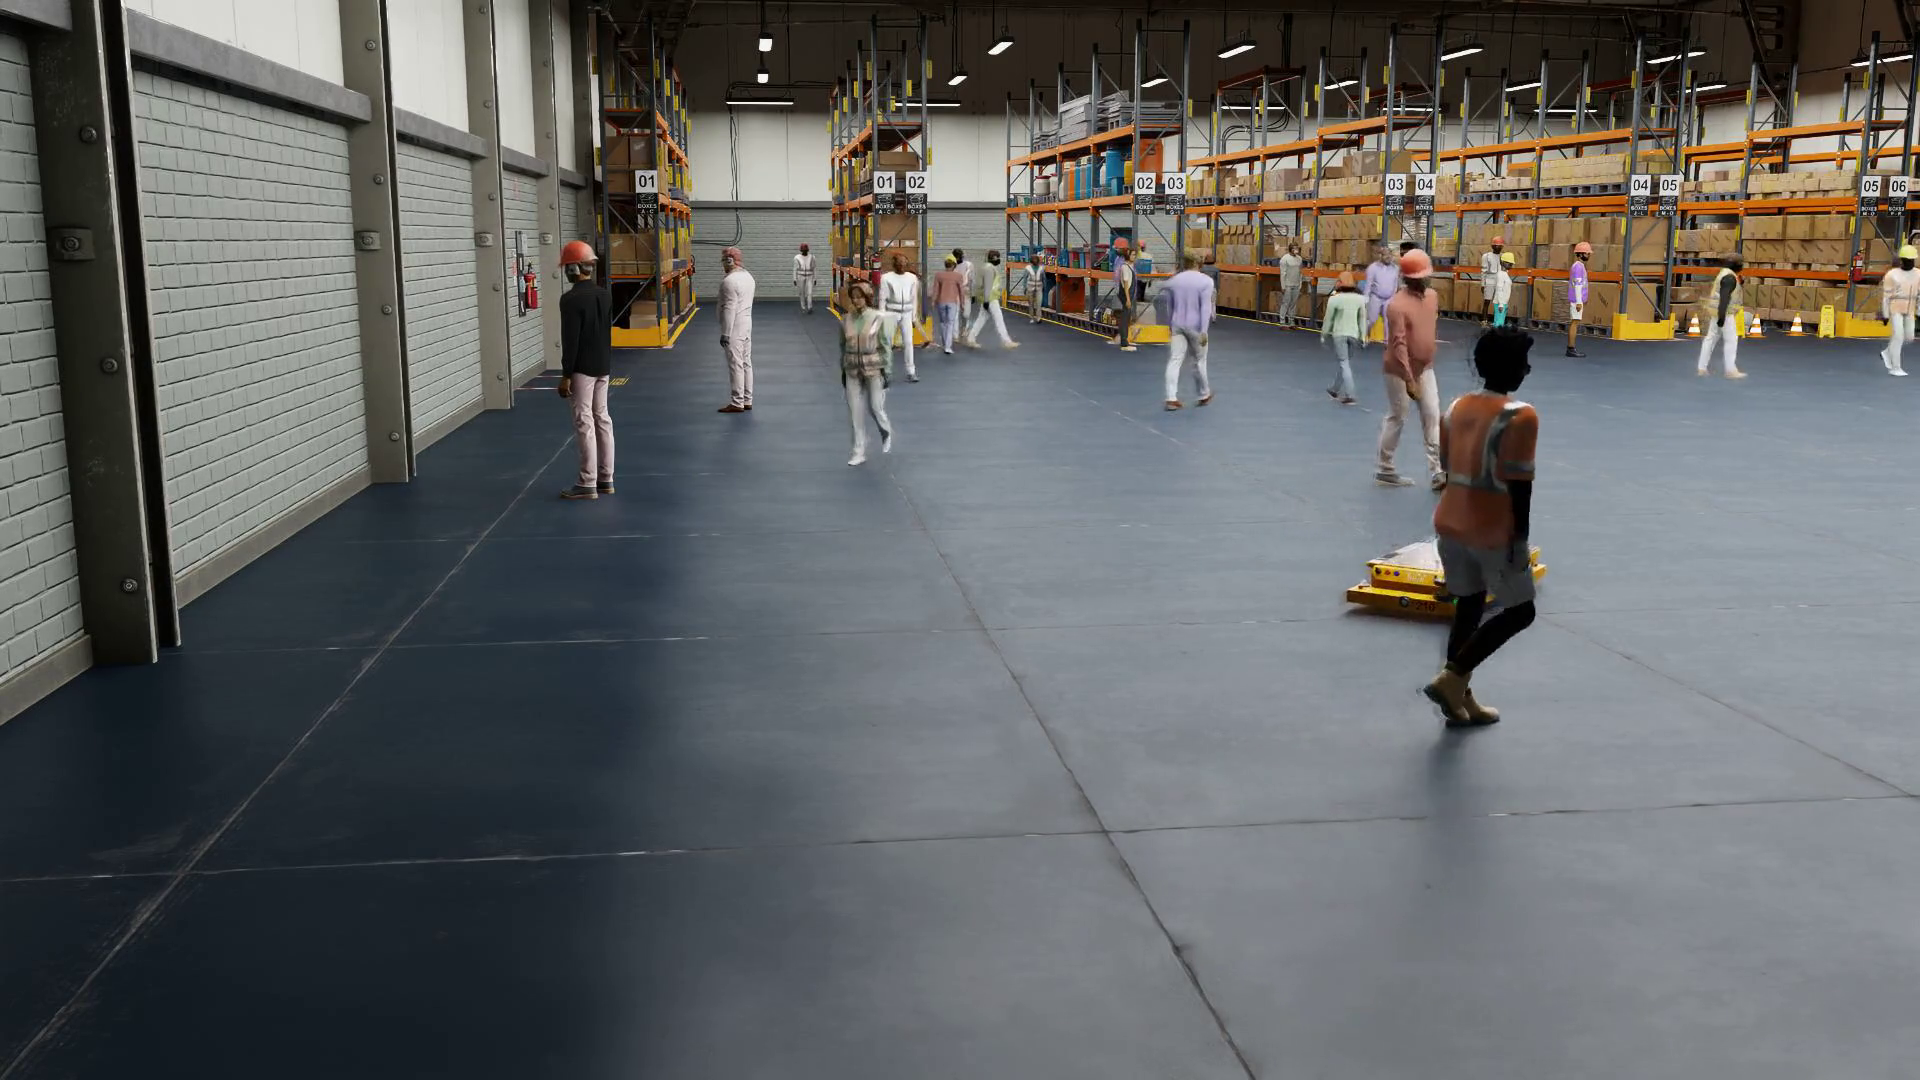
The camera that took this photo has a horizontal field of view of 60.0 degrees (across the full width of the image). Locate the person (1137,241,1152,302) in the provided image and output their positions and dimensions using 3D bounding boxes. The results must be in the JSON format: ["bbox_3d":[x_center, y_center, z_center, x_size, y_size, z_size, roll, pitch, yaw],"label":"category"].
[{"bbox_3d":[4.595,-6.680,42.557,0.607,1.932,1.079,-2,10,-9],"label":"person"}]

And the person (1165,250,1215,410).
[{"bbox_3d":[2.715,-2.477,19.645,0.640,1.872,1.063,7,12,34],"label":"person"}]

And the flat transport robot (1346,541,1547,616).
[{"bbox_3d":[2.788,0.185,9.434,0.652,0.197,1.431,7,13,35],"label":"flat transport robot"}]

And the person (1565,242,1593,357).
[{"bbox_3d":[10.477,-4.059,28.128,0.358,1.936,0.552,3,11,17],"label":"person"}]

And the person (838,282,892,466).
[{"bbox_3d":[-0.833,-1.493,14.904,0.520,1.631,0.509,3,11,18],"label":"person"}]

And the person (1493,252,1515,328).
[{"bbox_3d":[9.269,-4.016,28.385,0.323,1.761,0.523,5,11,26],"label":"person"}]

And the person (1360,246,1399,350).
[{"bbox_3d":[7.551,-4.356,29.976,0.652,1.869,0.914,-2,11,-12],"label":"person"}]

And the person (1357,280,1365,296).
[{"bbox_3d":[9.304,-5.910,38.979,0.565,1.673,0.653,-1,10,-6],"label":"person"}]

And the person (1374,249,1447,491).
[{"bbox_3d":[3.654,-1.338,13.246,0.676,1.927,0.849,-6,12,-30],"label":"person"}]

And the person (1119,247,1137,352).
[{"bbox_3d":[2.992,-4.273,29.554,0.345,1.846,0.508,1,10,7],"label":"person"}]

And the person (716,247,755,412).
[{"bbox_3d":[-2.619,-2.434,19.311,0.411,1.908,0.643,3,11,15],"label":"person"}]

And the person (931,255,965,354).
[{"bbox_3d":[-0.198,-4.132,29.188,0.563,1.702,0.921,3,11,15],"label":"person"}]

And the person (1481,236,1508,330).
[{"bbox_3d":[11.622,-5.565,36.127,0.606,2.035,0.405,-1,10,-6],"label":"person"}]

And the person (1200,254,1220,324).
[{"bbox_3d":[5.777,-5.818,38.605,0.507,1.632,0.274,1,10,3],"label":"person"}]

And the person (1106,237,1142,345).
[{"bbox_3d":[3.077,-4.656,31.161,0.590,2.028,0.644,-2,11,-13],"label":"person"}]

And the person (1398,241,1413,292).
[{"bbox_3d":[8.551,-4.756,31.917,0.423,1.945,0.629,0,10,0],"label":"person"}]

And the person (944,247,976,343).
[{"bbox_3d":[-0.010,-4.731,32.119,0.623,1.829,0.680,0,10,1],"label":"person"}]

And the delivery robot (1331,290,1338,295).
[{"bbox_3d":[11.404,-7.327,49.580,0.707,0.478,0.477,2,10,9],"label":"delivery robot"}]

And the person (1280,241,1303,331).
[{"bbox_3d":[7.152,-5.474,35.921,0.629,1.932,0.372,-8,13,-36],"label":"person"}]

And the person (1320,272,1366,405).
[{"bbox_3d":[4.664,-2.474,20.366,0.524,1.583,0.839,-3,11,-18],"label":"person"}]

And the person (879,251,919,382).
[{"bbox_3d":[-0.887,-3.152,23.474,0.596,1.834,1.012,-4,11,-22],"label":"person"}]

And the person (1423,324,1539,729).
[{"bbox_3d":[2.105,-0.031,6.741,0.401,1.677,0.539,-4,11,-20],"label":"person"}]

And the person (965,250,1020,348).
[{"bbox_3d":[0.554,-4.376,30.290,0.986,1.792,0.641,0,10,-2],"label":"person"}]

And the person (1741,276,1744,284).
[{"bbox_3d":[20.916,-7.102,44.874,0.588,1.918,0.405,-2,10,-9],"label":"person"}]

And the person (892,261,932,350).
[{"bbox_3d":[-0.868,-4.190,29.797,0.816,1.592,0.507,7,12,32],"label":"person"}]

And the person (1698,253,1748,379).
[{"bbox_3d":[11.046,-3.231,23.993,0.641,1.802,0.665,3,11,16],"label":"person"}]

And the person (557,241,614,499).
[{"bbox_3d":[-2.918,-1.319,12.949,0.375,1.996,0.611,4,11,19],"label":"person"}]

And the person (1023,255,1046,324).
[{"bbox_3d":[1.748,-5.839,38.835,0.548,1.589,0.862,0,10,-2],"label":"person"}]

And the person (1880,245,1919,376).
[{"bbox_3d":[13.770,-3.366,24.399,0.610,1.909,0.596,-2,11,-11],"label":"person"}]

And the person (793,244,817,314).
[{"bbox_3d":[-4.075,-6.857,43.743,0.614,1.832,0.984,-1,10,-8],"label":"person"}]

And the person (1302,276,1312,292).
[{"bbox_3d":[9.883,-7.403,46.996,0.492,1.742,0.320,0,10,0],"label":"person"}]
